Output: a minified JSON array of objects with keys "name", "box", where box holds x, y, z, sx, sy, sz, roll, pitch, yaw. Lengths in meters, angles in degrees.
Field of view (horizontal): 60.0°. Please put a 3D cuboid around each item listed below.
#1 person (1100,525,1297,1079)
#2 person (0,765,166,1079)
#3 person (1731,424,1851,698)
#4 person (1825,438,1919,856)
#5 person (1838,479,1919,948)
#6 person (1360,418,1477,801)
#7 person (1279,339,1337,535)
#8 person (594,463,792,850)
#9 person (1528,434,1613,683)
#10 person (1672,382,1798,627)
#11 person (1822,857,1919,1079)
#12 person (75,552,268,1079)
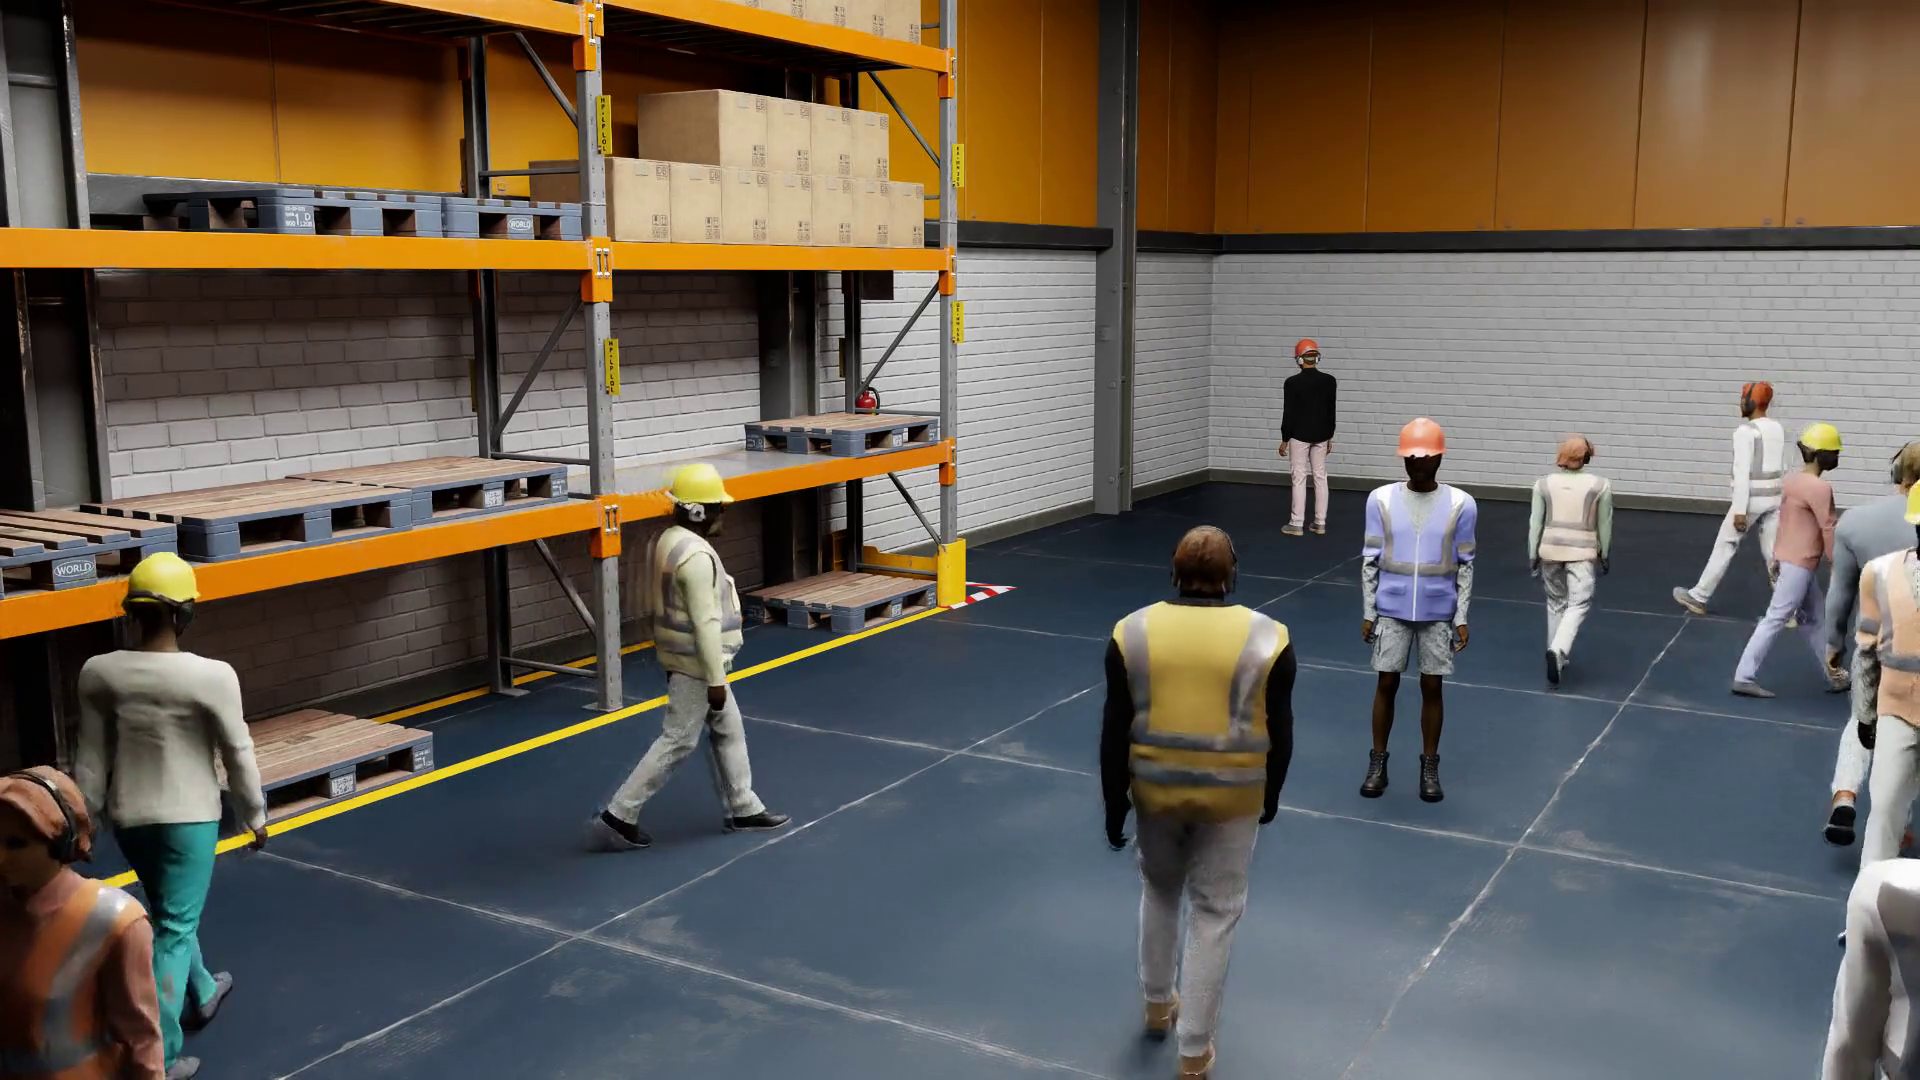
[{"name":"person","box":[0.819,0.849,5.619,0.625,1.815,0.722,3,10,19]},{"name":"person","box":[-1.939,1.259,3.646,0.521,1.618,0.545,2,9,13]},{"name":"person","box":[5.263,0.148,10.297,0.893,1.720,0.534,2,9,11]},{"name":"person","box":[4.199,0.505,7.445,0.639,1.925,0.564,9,13,44]},{"name":"person","box":[3.753,0.682,6.446,0.612,1.875,0.973,8,12,40]},{"name":"person","box":[2.291,0.351,8.348,0.547,1.938,0.379,3,10,18]},{"name":"person","box":[3.516,-1.038,16.873,0.611,1.985,0.393,-3,10,-19]},{"name":"person","box":[-1.260,0.537,7.650,0.902,1.796,0.603,-3,10,-17]},{"name":"person","box":[3.947,0.114,10.836,0.511,1.608,0.718,6,11,35]},{"name":"person","box":[5.997,-0.286,12.665,0.605,1.824,1.000,-5,10,-28]},{"name":"person","box":[1.900,1.240,3.083,0.575,1.853,0.906,6,11,31]},{"name":"person","box":[-2.583,0.893,5.568,0.551,1.727,0.840,1,9,5]}]
